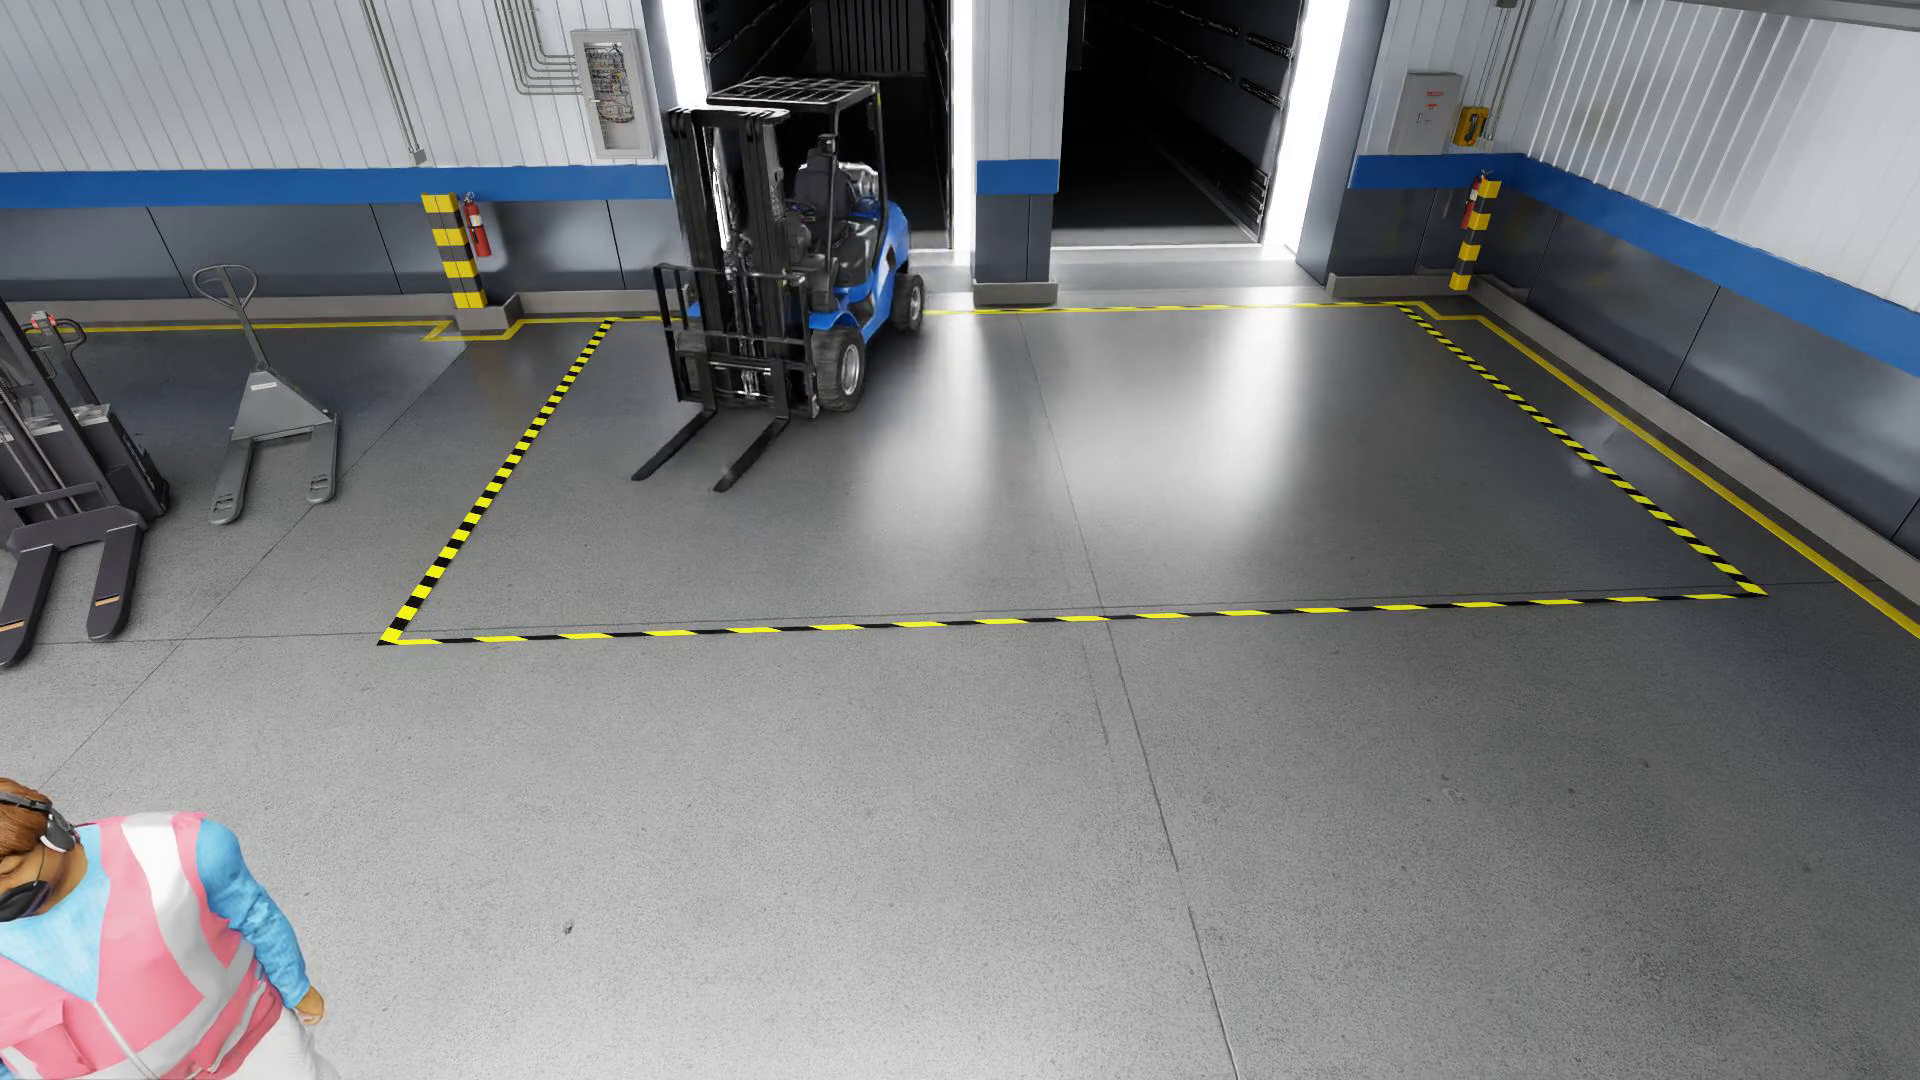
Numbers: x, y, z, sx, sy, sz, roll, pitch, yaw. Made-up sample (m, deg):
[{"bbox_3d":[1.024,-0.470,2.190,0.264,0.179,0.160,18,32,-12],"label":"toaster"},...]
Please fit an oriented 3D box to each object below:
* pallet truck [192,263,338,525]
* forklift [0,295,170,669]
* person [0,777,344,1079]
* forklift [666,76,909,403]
[{"bbox_3d":[-4.778,-1.027,6.128,0.680,1.201,1.601,-17,38,-23],"label":"pallet truck"},{"bbox_3d":[-5.212,-0.618,4.878,0.823,1.965,1.885,-20,39,-26],"label":"forklift"},{"bbox_3d":[-1.959,1.269,2.302,0.622,1.844,0.429,-26,43,-33],"label":"person"},{"bbox_3d":[-1.261,-2.511,7.283,1.157,2.036,2.680,8,36,12],"label":"forklift"}]
